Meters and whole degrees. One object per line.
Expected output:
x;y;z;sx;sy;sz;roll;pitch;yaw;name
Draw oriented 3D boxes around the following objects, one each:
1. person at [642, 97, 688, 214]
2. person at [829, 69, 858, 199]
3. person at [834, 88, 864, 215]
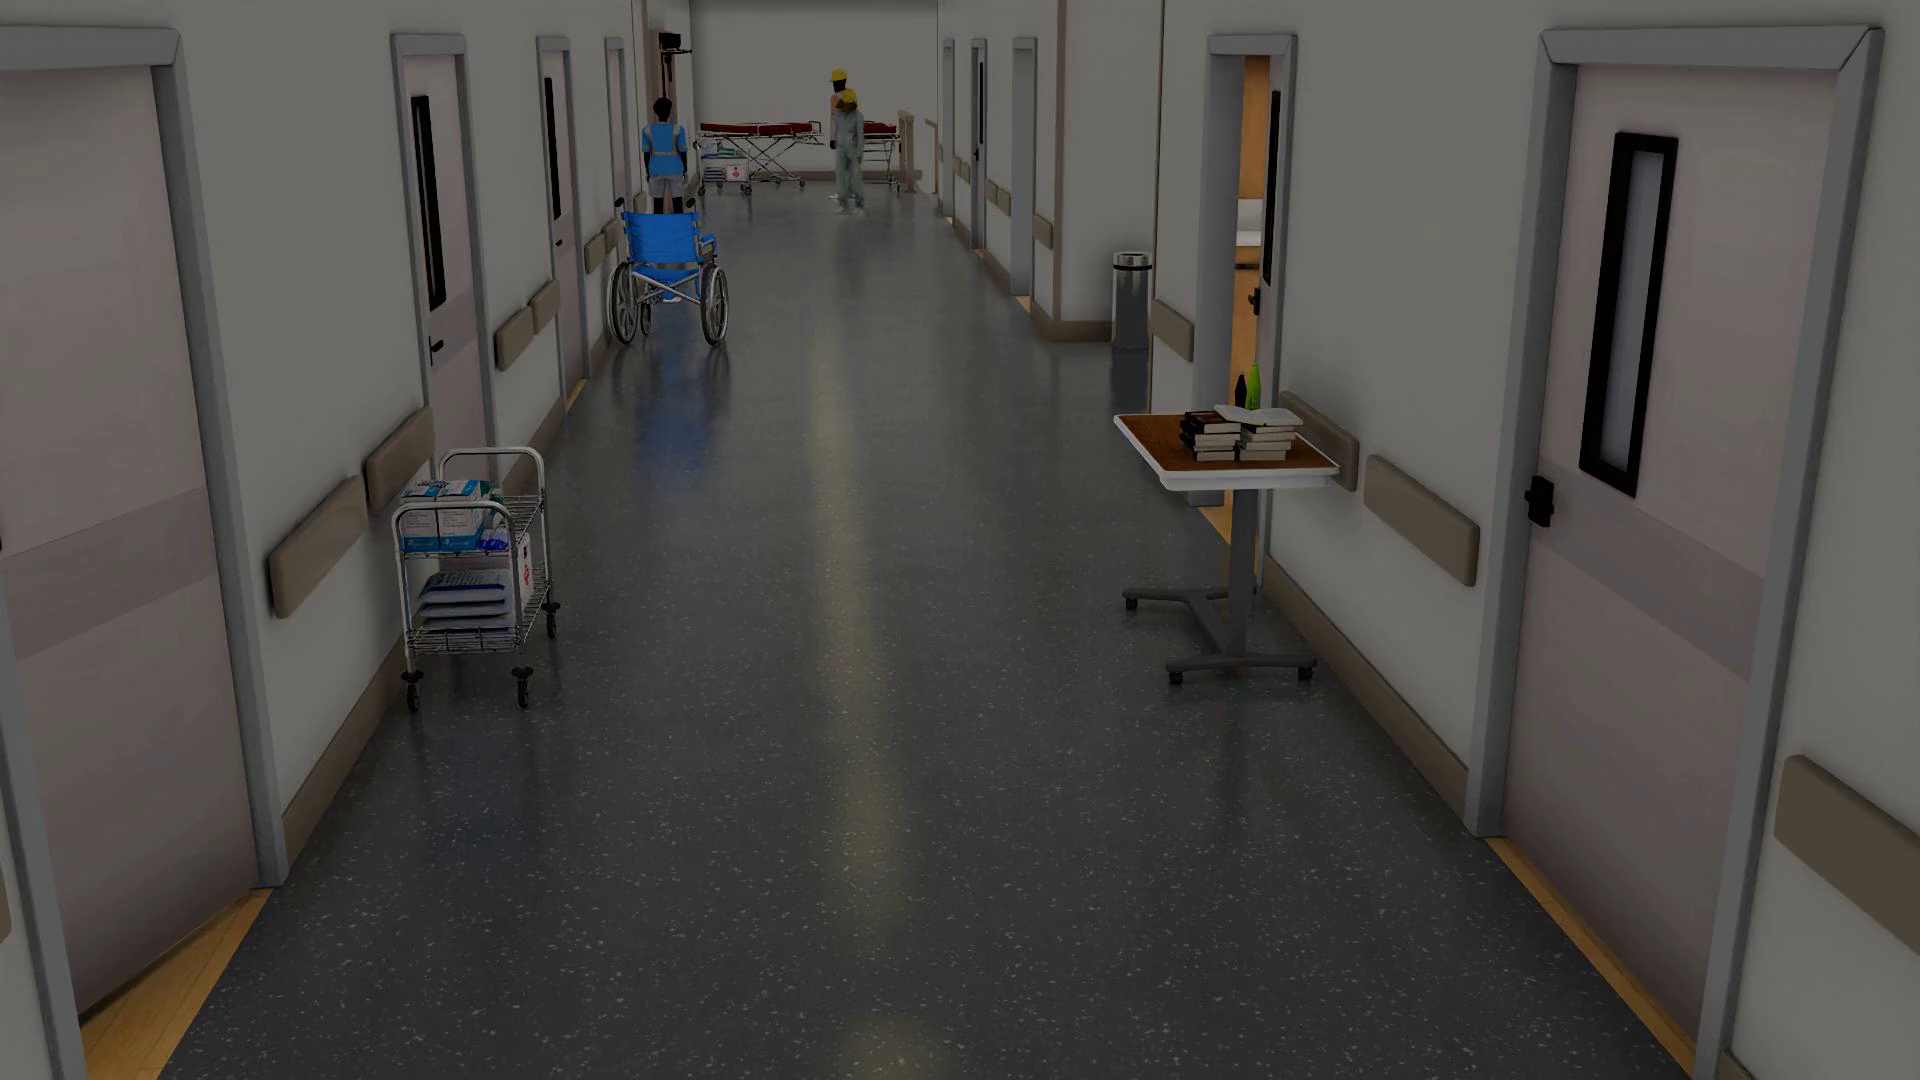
-3.384;-4.228;19.170;0.532;1.697;0.319;0;17;0;person
-1.776;-6.111;25.085;0.398;1.920;0.586;10;19;30;person
-1.496;-5.285;22.686;0.500;1.700;0.642;8;18;25;person
